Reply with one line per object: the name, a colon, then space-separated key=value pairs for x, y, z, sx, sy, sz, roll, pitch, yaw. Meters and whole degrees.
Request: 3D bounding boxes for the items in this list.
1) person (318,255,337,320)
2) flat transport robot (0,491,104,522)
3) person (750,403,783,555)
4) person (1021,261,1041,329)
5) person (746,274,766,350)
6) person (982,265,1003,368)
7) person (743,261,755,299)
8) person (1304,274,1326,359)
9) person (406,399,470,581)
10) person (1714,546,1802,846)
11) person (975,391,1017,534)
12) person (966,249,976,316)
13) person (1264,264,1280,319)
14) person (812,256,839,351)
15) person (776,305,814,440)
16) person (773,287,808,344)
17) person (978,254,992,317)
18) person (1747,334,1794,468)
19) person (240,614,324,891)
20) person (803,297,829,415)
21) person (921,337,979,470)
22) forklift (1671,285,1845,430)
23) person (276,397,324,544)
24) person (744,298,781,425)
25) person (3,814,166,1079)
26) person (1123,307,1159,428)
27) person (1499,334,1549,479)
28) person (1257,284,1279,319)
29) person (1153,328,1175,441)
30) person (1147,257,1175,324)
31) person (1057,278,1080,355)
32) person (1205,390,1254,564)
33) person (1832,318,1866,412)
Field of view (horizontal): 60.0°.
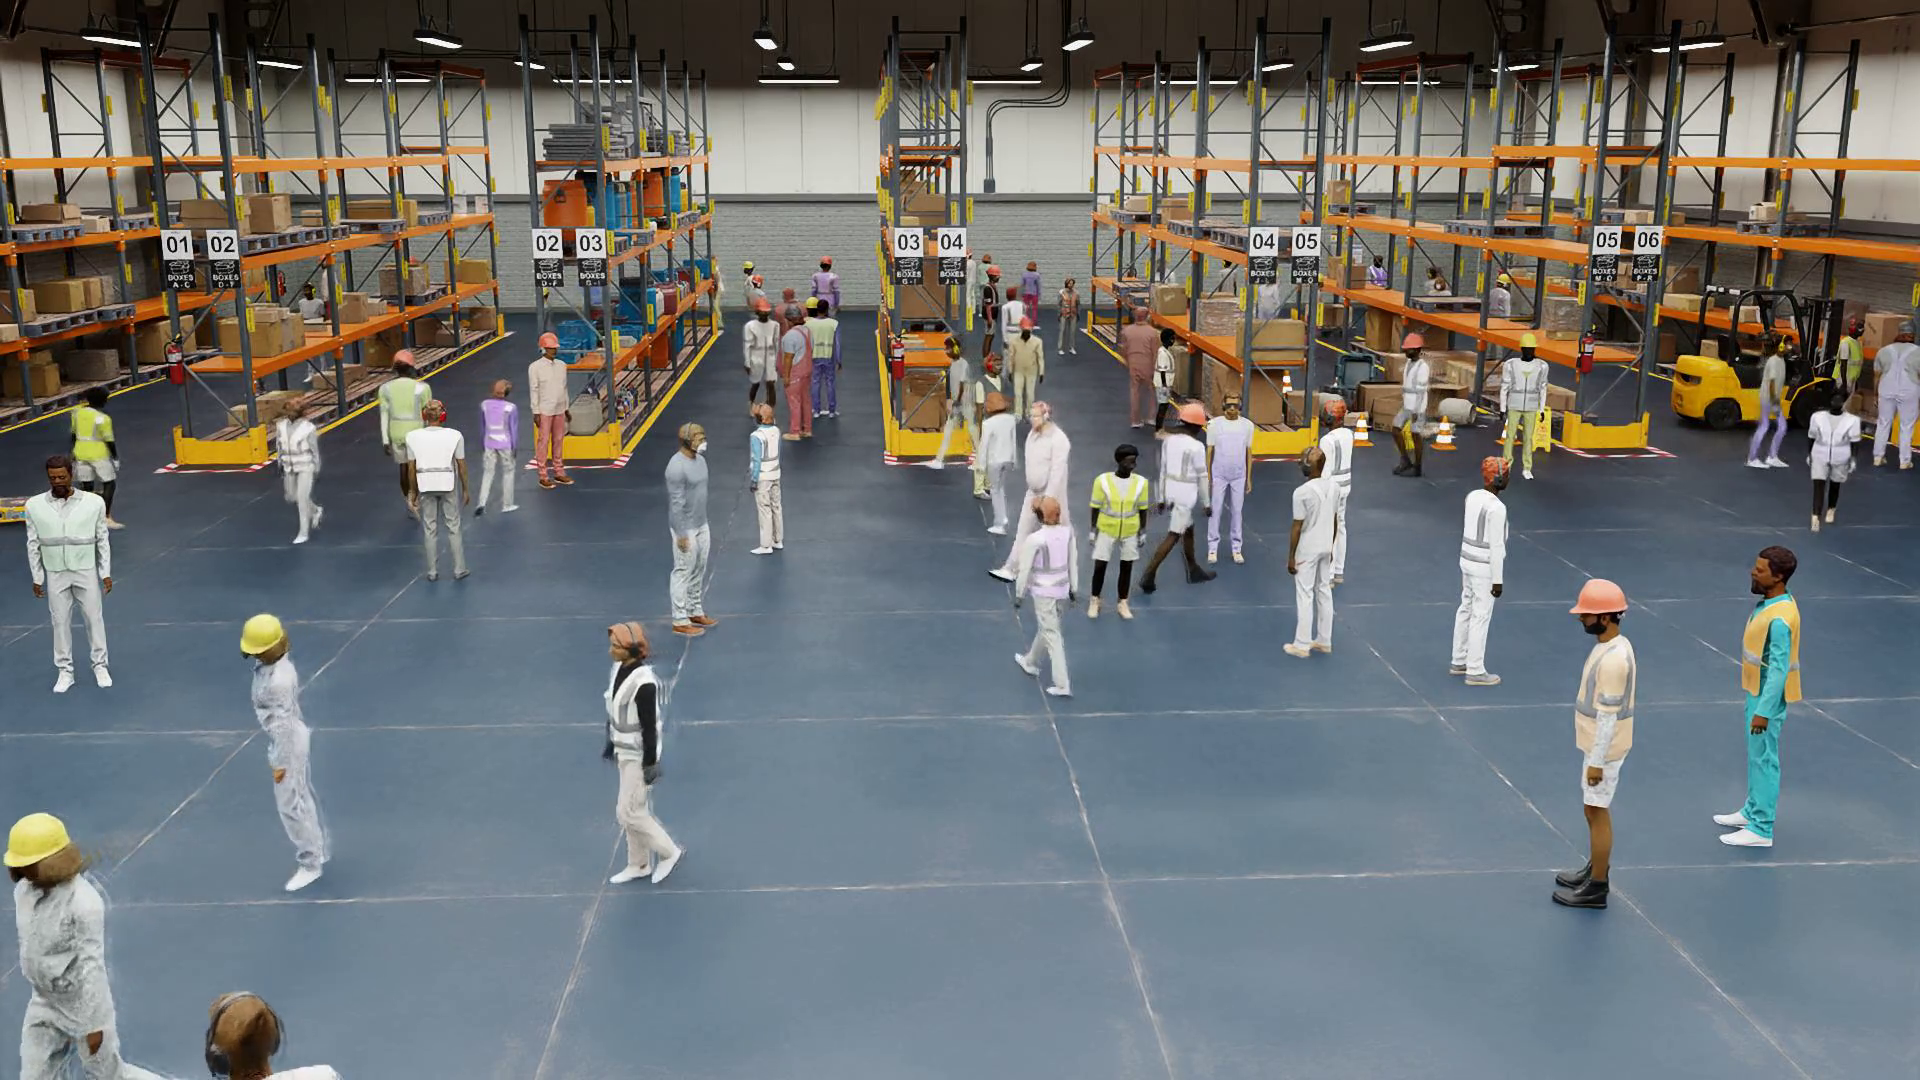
person: x=-14.096 y=-5.374 z=37.171 sx=0.407 sy=1.982 sz=0.610 roll=-1 pitch=13 yaw=-5
flat transport robot: x=-10.867 y=-0.383 z=19.683 sx=1.431 sy=0.197 sz=0.652 roll=-6 pitch=15 yaw=-25
person: x=-2.093 y=-0.661 z=17.926 sx=0.307 sy=1.639 sz=0.525 roll=6 pitch=15 yaw=24
person: x=1.723 y=-5.911 z=40.179 sx=0.501 sy=1.633 sz=0.285 roll=6 pitch=15 yaw=25
person: x=-4.166 y=-4.605 z=34.384 sx=0.563 sy=1.755 sz=0.320 roll=12 pitch=18 yaw=40
person: x=0.651 y=-4.455 z=33.176 sx=0.412 sy=2.032 sz=0.603 roll=3 pitch=14 yaw=11
person: x=-4.824 y=-5.508 z=38.190 sx=0.315 sy=1.770 sz=0.524 roll=-2 pitch=13 yaw=-9
person: x=7.399 y=-4.657 z=34.614 sx=0.368 sy=1.756 sz=0.524 roll=0 pitch=13 yaw=-1
person: x=-5.254 y=-0.493 z=16.772 sx=0.570 sy=1.843 sz=0.373 roll=-2 pitch=13 yaw=-8
person: x=5.037 y=0.974 z=10.400 sx=0.392 sy=1.922 sz=0.588 roll=5 pitch=14 yaw=20
person: x=0.398 y=-0.879 z=18.872 sx=0.517 sy=1.616 sz=0.419 roll=-12 pitch=18 yaw=-42
person: x=0.218 y=-6.682 z=43.213 sx=0.349 sy=1.743 sz=0.563 roll=6 pitch=15 yaw=25
person: x=7.160 y=-5.581 z=38.266 sx=0.359 sy=1.880 sz=0.575 roll=-4 pitch=14 yaw=-18
person: x=-2.883 y=-5.098 z=35.858 sx=0.609 sy=2.043 sz=0.397 roll=3 pitch=14 yaw=13
person: x=-2.491 y=-2.529 z=24.979 sx=0.536 sy=2.000 sz=0.684 roll=6 pitch=14 yaw=22
person: x=-3.063 y=-3.576 z=29.753 sx=0.673 sy=1.873 sz=0.858 roll=-5 pitch=14 yaw=-22
person: x=0.678 y=-6.584 z=43.049 sx=0.491 sy=1.625 sz=0.283 roll=10 pitch=17 yaw=36
person: x=11.118 y=-1.873 z=22.631 sx=0.656 sy=1.844 sz=0.538 roll=12 pitch=18 yaw=42
person: x=-4.016 y=1.209 z=9.876 sx=0.397 sy=1.697 sz=0.669 roll=-7 pitch=15 yaw=-26
person: x=-2.409 y=-3.008 z=27.249 sx=0.584 sy=1.929 sz=0.371 roll=11 pitch=17 yaw=39
person: x=-0.055 y=-1.821 z=22.461 sx=0.962 sy=1.811 sz=0.553 roll=-7 pitch=15 yaw=-27
forklift: x=12.503 y=-2.886 z=26.166 sx=2.313 sy=2.155 sz=1.214 roll=-1 pitch=13 yaw=-3
person: x=-7.325 y=-0.799 z=18.534 sx=0.529 sy=1.620 sz=0.569 roll=4 pitch=14 yaw=18
person: x=-3.175 y=-2.884 z=26.586 sx=0.618 sy=2.003 sz=1.034 roll=-6 pitch=14 yaw=-23
person: x=-3.657 y=1.901 z=6.942 sx=0.500 sy=1.712 sz=0.768 roll=6 pitch=14 yaw=22
person: x=2.871 y=-2.698 z=26.019 sx=0.660 sy=1.888 sz=0.571 roll=8 pitch=16 yaw=31
person: x=7.434 y=-1.761 z=21.963 sx=0.594 sy=1.929 sz=0.360 roll=3 pitch=14 yaw=11
person: x=6.661 y=-4.939 z=35.840 sx=0.528 sy=1.742 sz=0.778 roll=11 pitch=17 yaw=39
person: x=3.055 y=-2.330 z=24.902 sx=0.320 sy=1.685 sz=0.539 roll=3 pitch=14 yaw=11
person: x=4.478 y=-5.415 z=37.518 sx=0.664 sy=1.898 sz=0.476 roll=8 pitch=15 yaw=31
person: x=2.297 y=-4.737 z=35.224 sx=0.515 sy=1.631 sz=0.310 roll=-4 pitch=14 yaw=-15
person: x=2.828 y=-0.662 z=17.492 sx=0.507 sy=1.846 sz=0.345 roll=0 pitch=13 yaw=-1
person: x=13.203 y=-2.376 z=24.748 sx=0.390 sy=1.846 sz=0.565 roll=12 pitch=18 yaw=41
